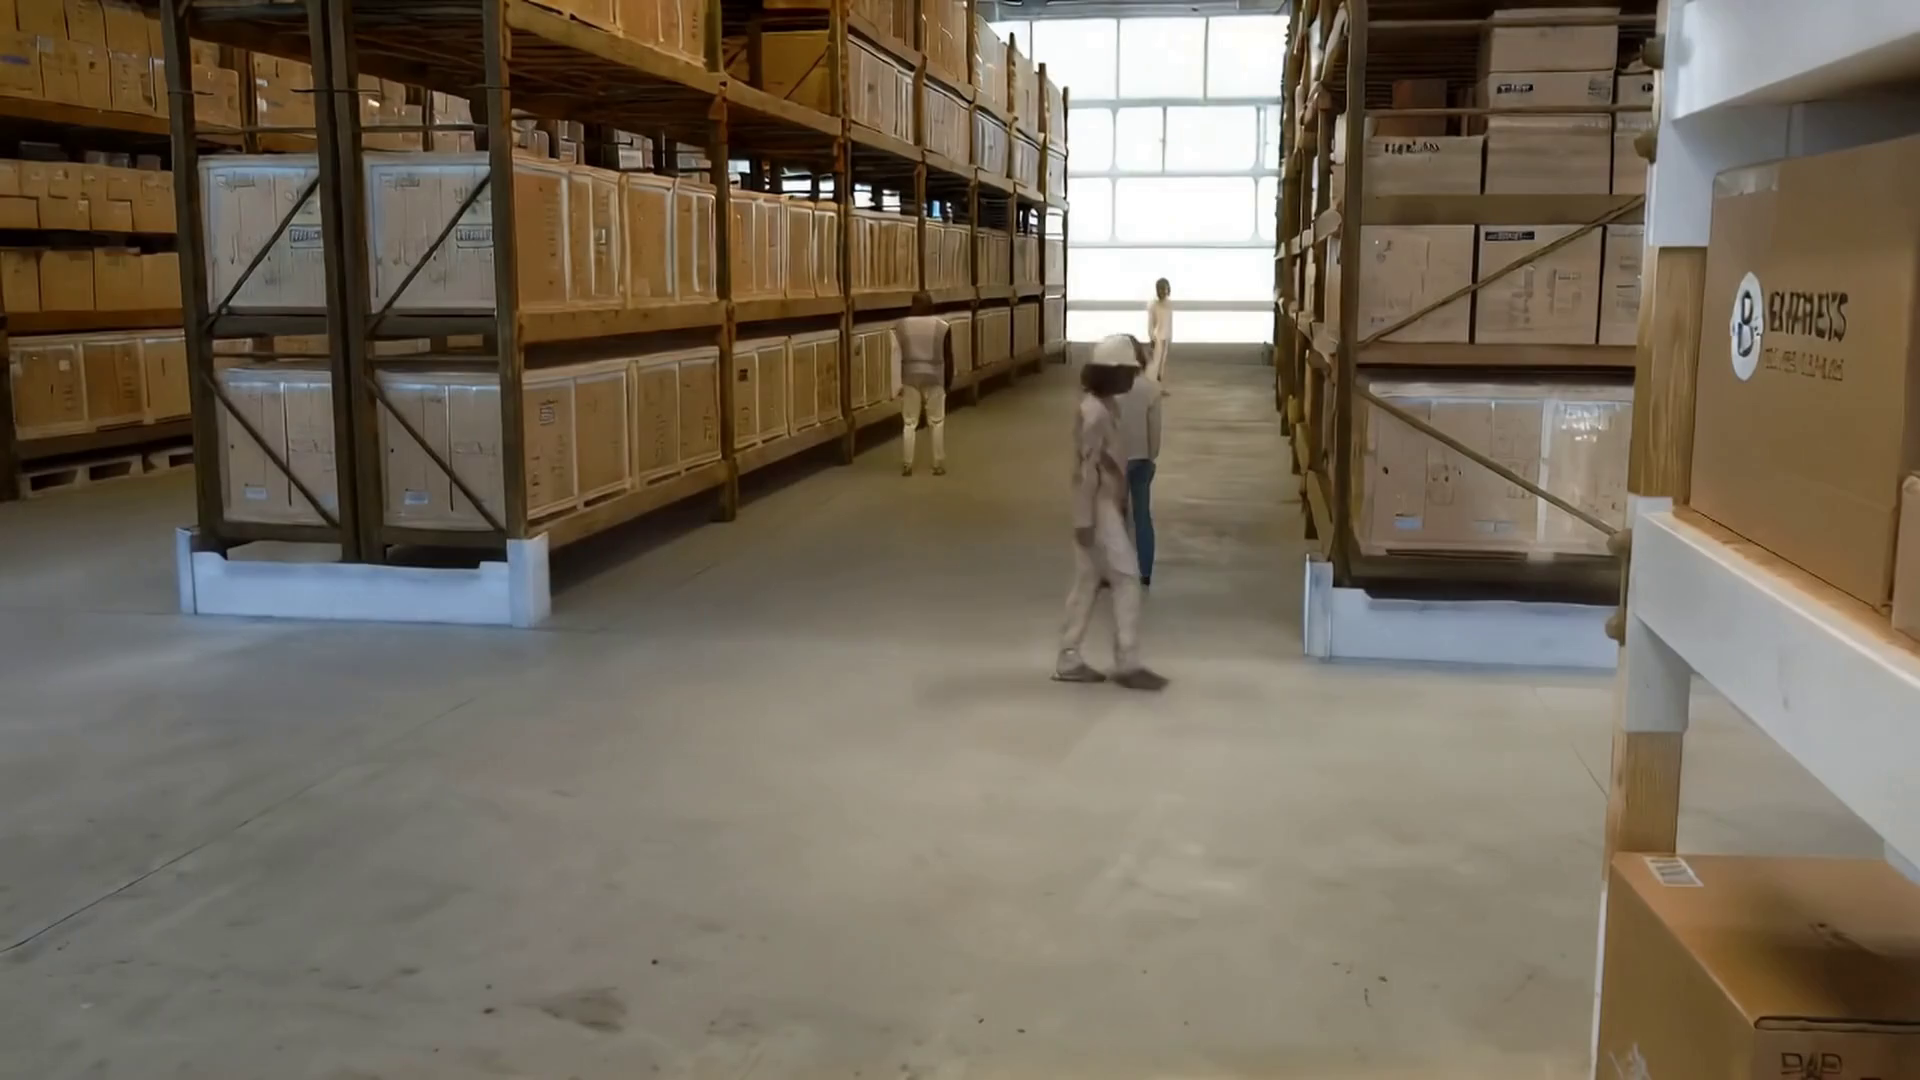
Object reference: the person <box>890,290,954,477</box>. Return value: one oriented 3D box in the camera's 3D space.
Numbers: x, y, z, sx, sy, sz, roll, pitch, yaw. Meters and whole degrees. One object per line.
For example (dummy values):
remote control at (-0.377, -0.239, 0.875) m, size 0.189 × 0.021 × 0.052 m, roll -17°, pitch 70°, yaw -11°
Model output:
person at (-0.367, -1.540, 16.450) m, size 0.627 × 1.846 × 0.429 m, roll 0°, pitch 9°, yaw 2°

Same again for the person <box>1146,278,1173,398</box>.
person at (3.237, -3.261, 26.879) m, size 0.369 × 1.930 × 0.627 m, roll 7°, pitch 11°, yaw 36°

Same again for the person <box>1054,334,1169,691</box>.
person at (0.776, -0.128, 8.060) m, size 0.707 × 1.716 × 0.504 m, roll 2°, pitch 9°, yaw 10°

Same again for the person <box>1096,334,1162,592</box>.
person at (1.049, -0.484, 10.551) m, size 0.500 × 1.633 × 0.284 m, roll -5°, pitch 11°, yaw -30°
